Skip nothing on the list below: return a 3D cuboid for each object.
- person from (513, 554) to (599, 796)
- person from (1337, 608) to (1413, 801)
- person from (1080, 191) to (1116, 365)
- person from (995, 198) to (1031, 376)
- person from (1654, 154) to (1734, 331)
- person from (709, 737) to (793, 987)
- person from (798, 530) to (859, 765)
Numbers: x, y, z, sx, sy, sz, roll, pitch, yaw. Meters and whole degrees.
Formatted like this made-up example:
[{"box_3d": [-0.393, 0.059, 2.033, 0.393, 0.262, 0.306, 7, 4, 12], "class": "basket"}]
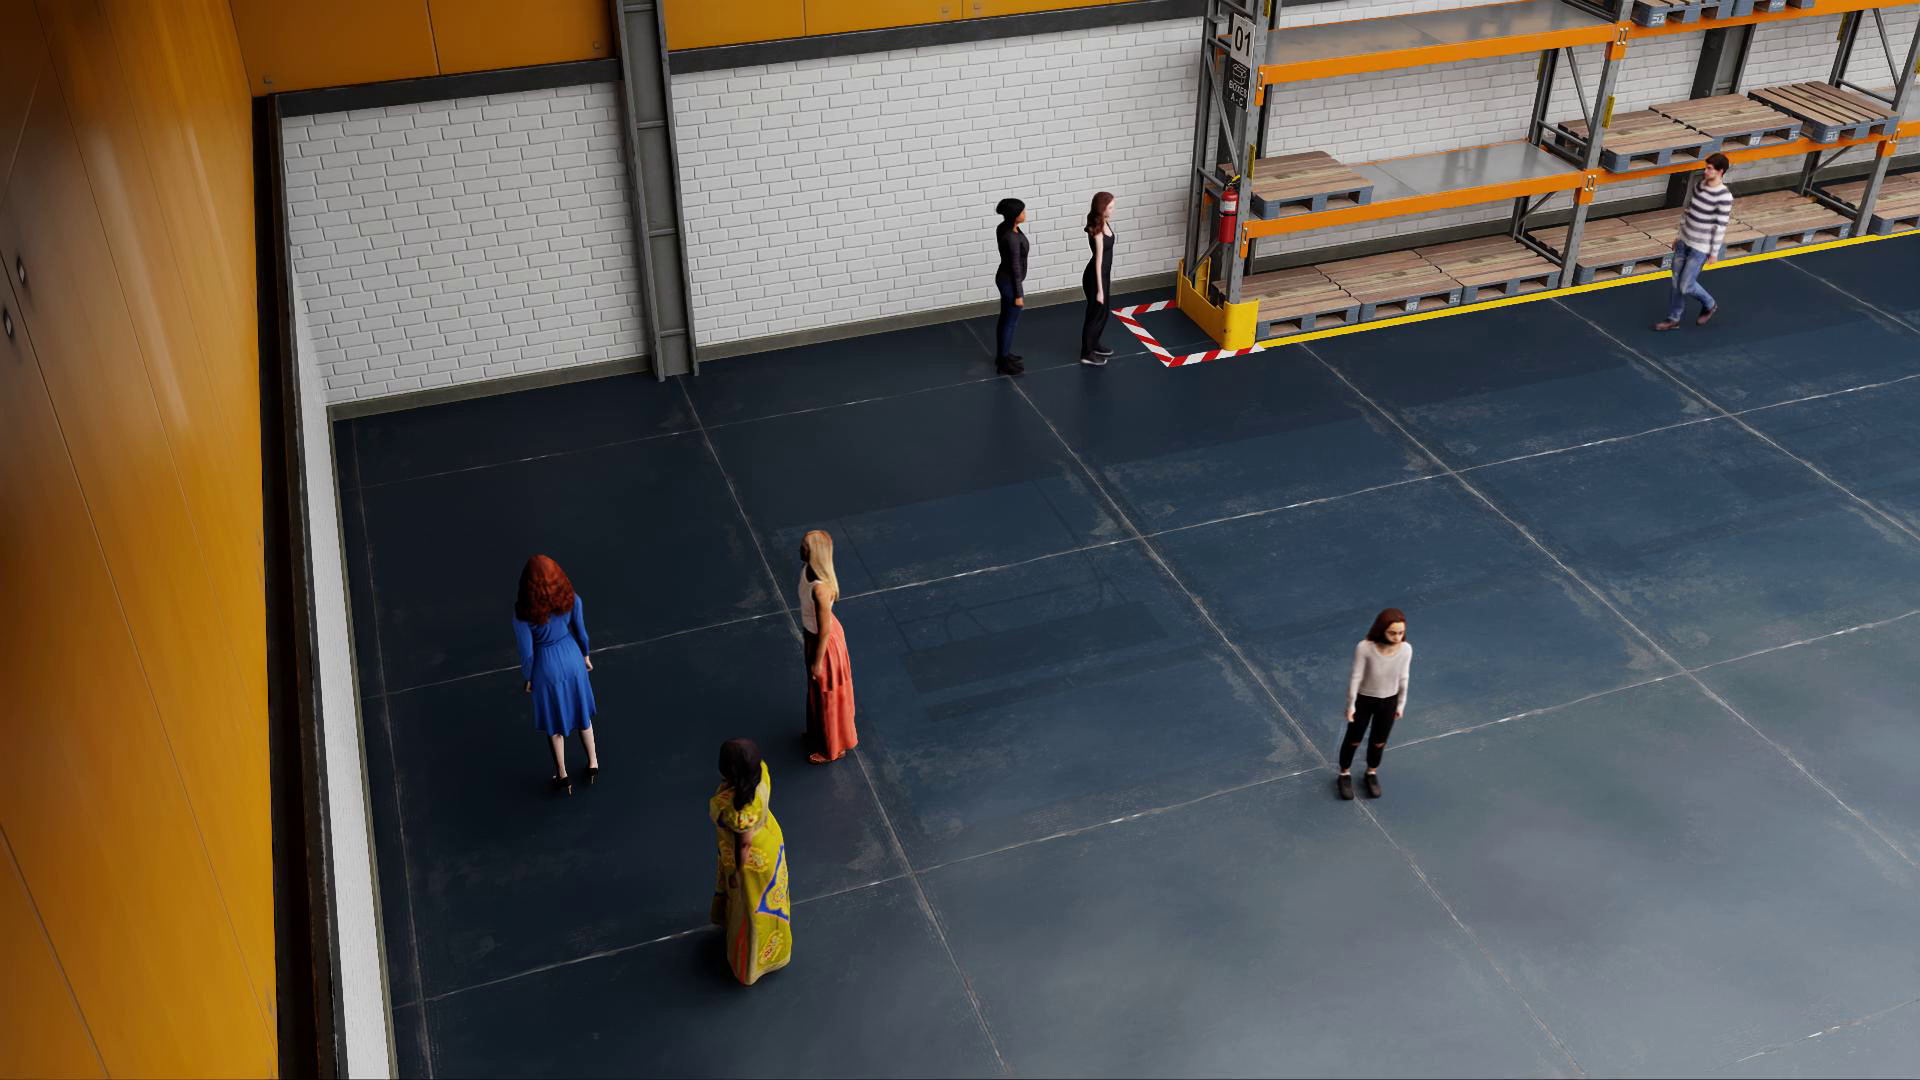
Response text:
[{"box_3d": [-2.584, 0.874, 10.686, 0.569, 1.828, 0.721, -19, 38, -26], "class": "person"}, {"box_3d": [2.675, 1.036, 10.755, 0.511, 1.481, 0.658, -1, 34, -2], "class": "person"}, {"box_3d": [1.295, -2.501, 15.843, 0.701, 1.741, 0.679, 7, 34, 10], "class": "person"}, {"box_3d": [0.459, -2.393, 15.675, 0.596, 1.746, 0.658, -5, 34, -8], "class": "person"}, {"box_3d": [7.319, -2.914, 16.376, 0.816, 1.838, 0.675, -9, 35, -13], "class": "person"}, {"box_3d": [-1.200, 1.771, 9.488, 0.950, 1.660, 0.973, 1, 34, 2], "class": "person"}, {"box_3d": [-0.902, 0.692, 10.983, 0.608, 1.803, 0.644, -7, 34, -11], "class": "person"}]
